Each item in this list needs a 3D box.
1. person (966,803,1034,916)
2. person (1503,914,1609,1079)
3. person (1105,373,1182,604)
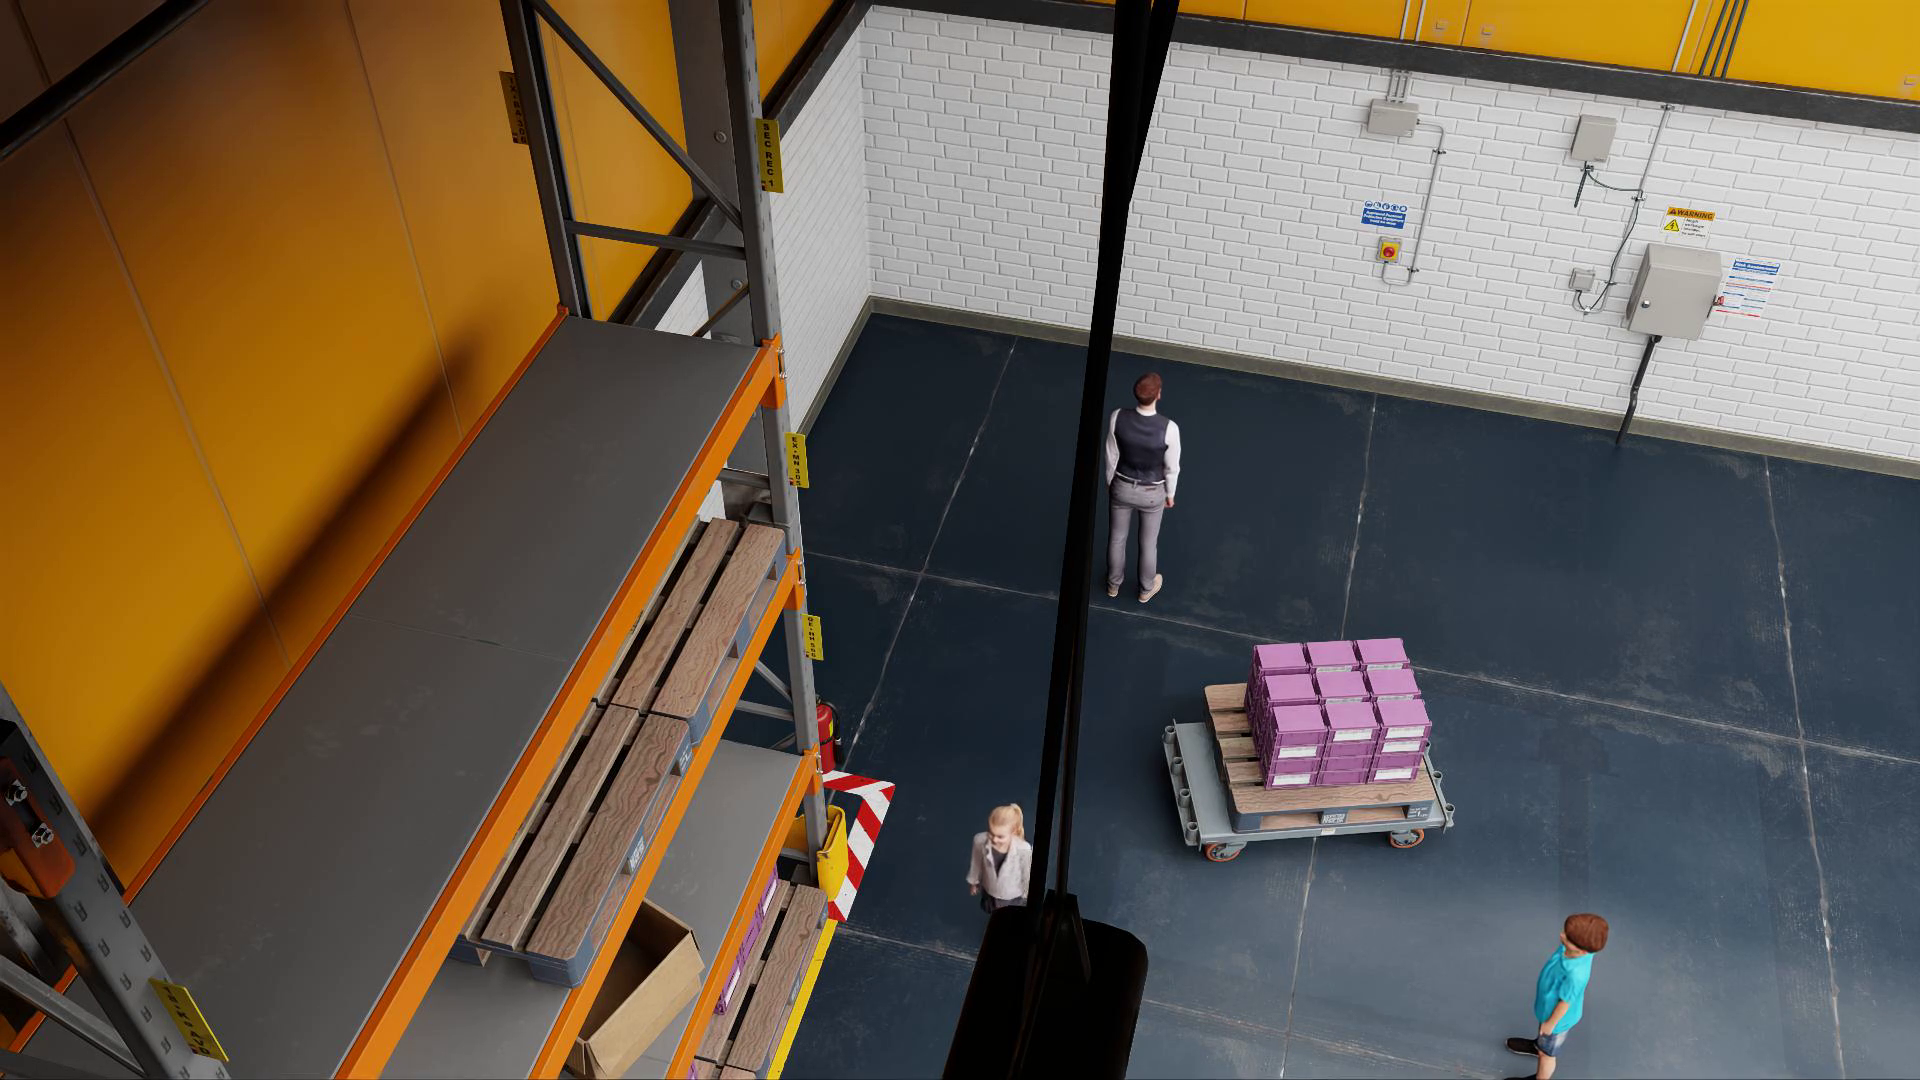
[{"bbox_3d":[0.264,1.890,9.377,0.556,1.265,0.592,17,46,17],"label":"person"},{"bbox_3d":[3.148,2.409,8.701,0.572,1.447,0.411,12,45,12],"label":"person"},{"bbox_3d":[1.209,-0.353,11.244,0.667,1.938,0.579,14,45,14],"label":"person"}]
